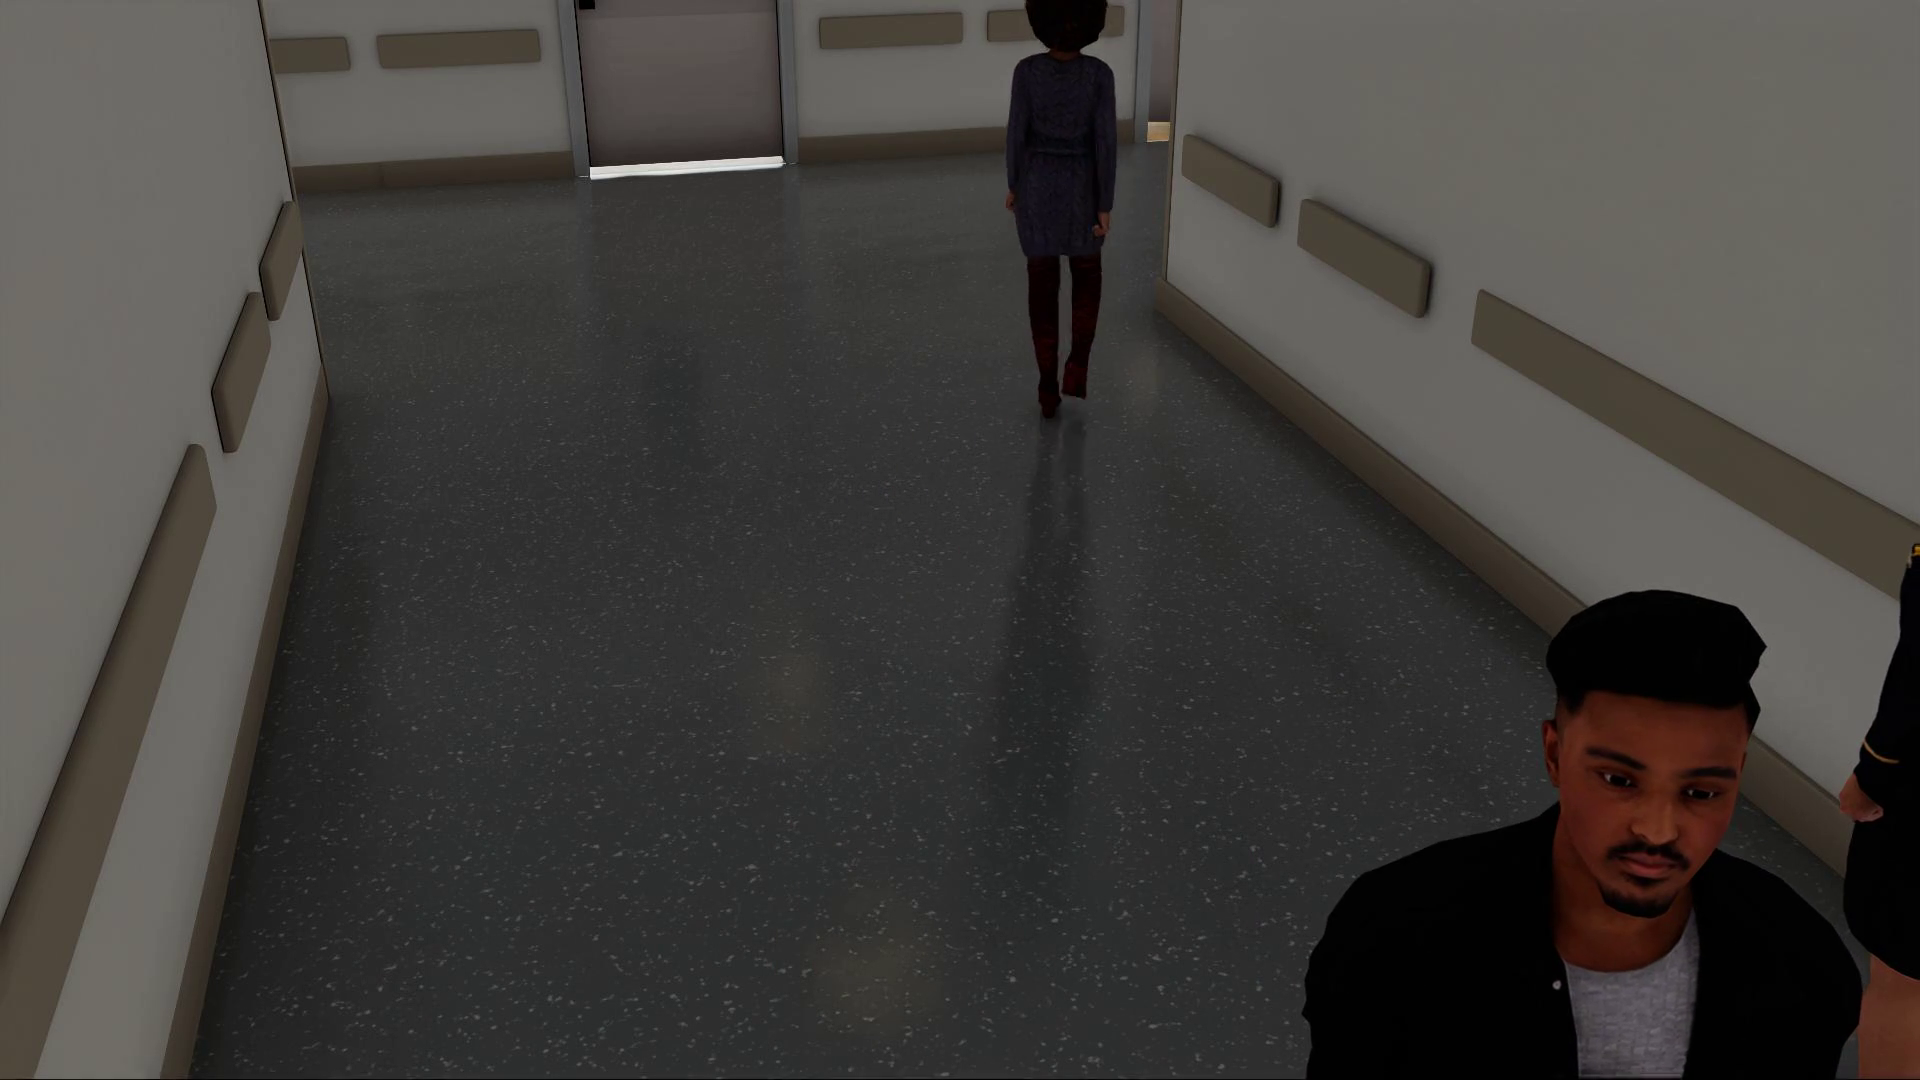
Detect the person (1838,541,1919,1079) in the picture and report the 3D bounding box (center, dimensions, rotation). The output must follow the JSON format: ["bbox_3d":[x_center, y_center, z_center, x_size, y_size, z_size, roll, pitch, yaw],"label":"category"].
[{"bbox_3d":[1.779,0.428,2.903,0.584,1.671,0.779,-9,27,-18],"label":"person"}]

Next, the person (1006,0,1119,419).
[{"bbox_3d":[0.376,-1.271,6.395,0.655,1.698,0.743,3,26,6],"label":"person"}]

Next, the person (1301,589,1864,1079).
[{"bbox_3d":[0.620,0.851,1.862,0.676,1.814,0.830,3,26,6],"label":"person"}]
